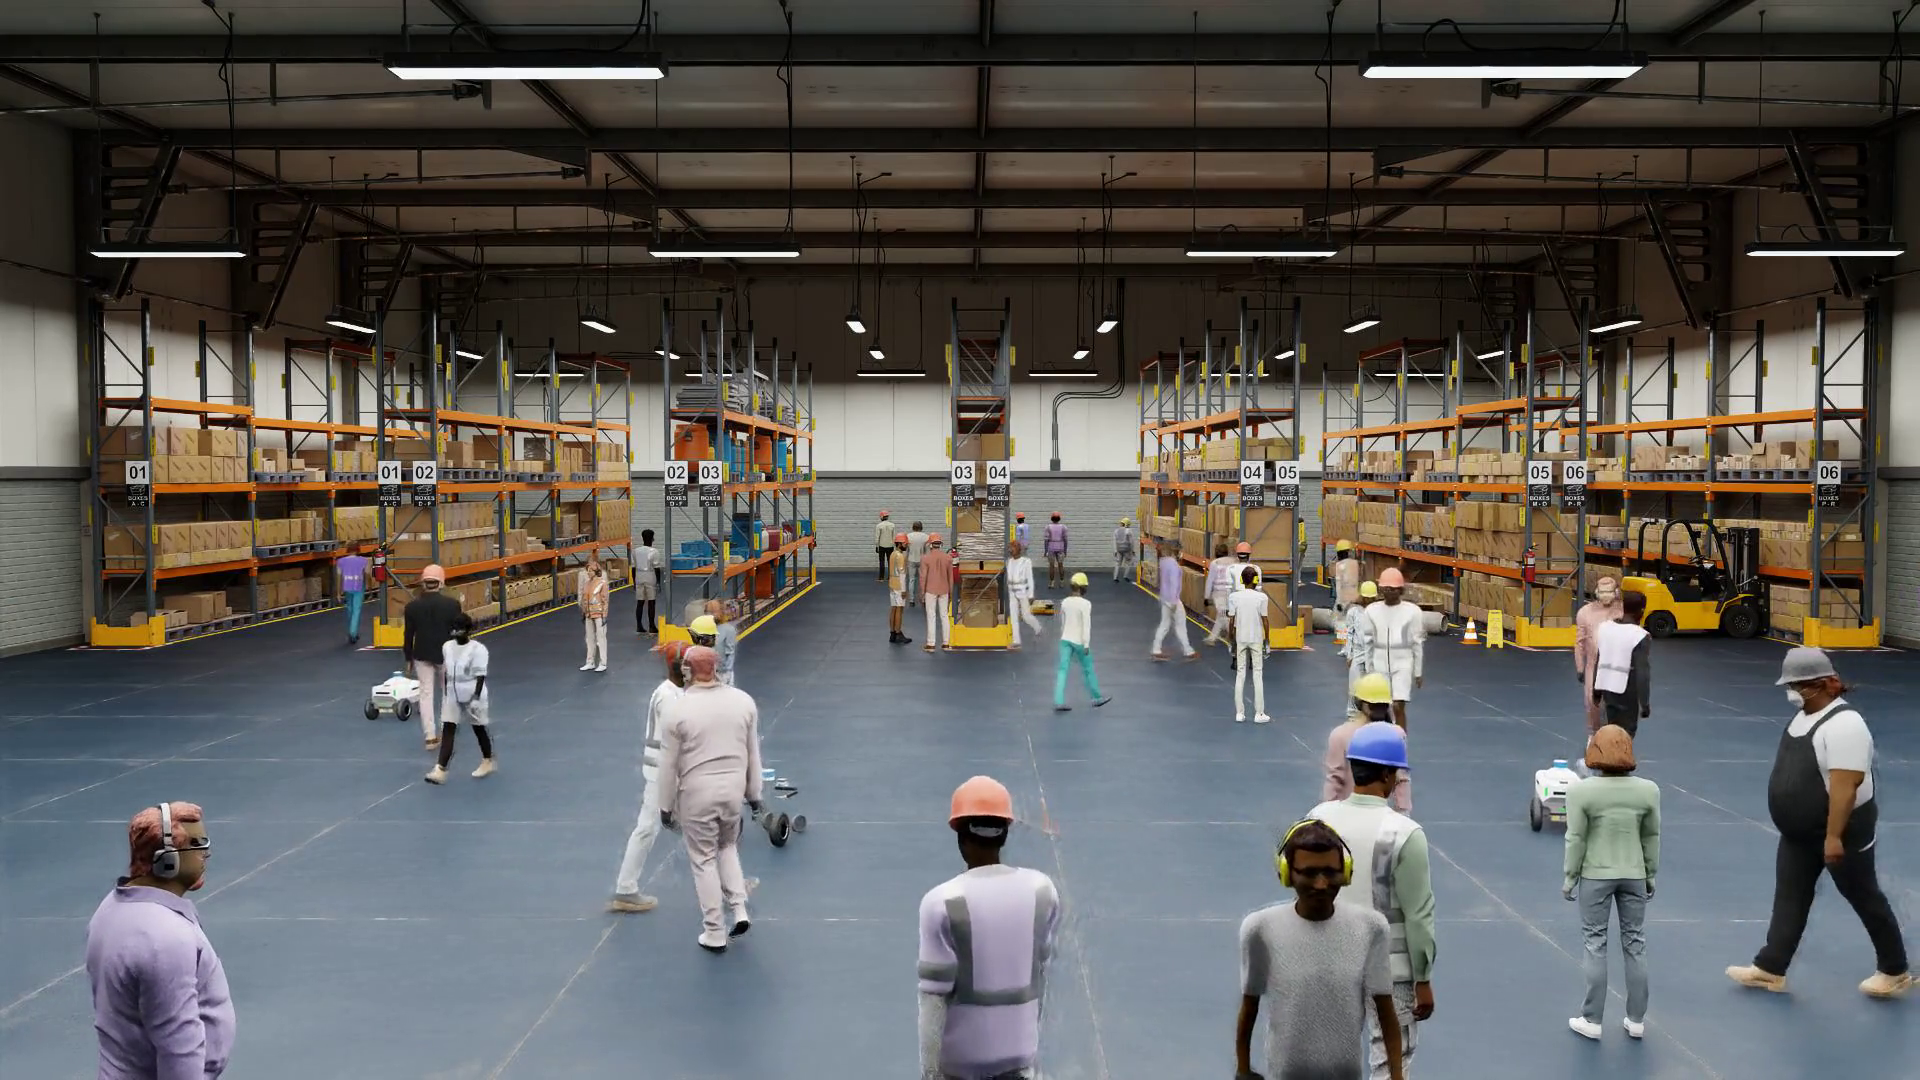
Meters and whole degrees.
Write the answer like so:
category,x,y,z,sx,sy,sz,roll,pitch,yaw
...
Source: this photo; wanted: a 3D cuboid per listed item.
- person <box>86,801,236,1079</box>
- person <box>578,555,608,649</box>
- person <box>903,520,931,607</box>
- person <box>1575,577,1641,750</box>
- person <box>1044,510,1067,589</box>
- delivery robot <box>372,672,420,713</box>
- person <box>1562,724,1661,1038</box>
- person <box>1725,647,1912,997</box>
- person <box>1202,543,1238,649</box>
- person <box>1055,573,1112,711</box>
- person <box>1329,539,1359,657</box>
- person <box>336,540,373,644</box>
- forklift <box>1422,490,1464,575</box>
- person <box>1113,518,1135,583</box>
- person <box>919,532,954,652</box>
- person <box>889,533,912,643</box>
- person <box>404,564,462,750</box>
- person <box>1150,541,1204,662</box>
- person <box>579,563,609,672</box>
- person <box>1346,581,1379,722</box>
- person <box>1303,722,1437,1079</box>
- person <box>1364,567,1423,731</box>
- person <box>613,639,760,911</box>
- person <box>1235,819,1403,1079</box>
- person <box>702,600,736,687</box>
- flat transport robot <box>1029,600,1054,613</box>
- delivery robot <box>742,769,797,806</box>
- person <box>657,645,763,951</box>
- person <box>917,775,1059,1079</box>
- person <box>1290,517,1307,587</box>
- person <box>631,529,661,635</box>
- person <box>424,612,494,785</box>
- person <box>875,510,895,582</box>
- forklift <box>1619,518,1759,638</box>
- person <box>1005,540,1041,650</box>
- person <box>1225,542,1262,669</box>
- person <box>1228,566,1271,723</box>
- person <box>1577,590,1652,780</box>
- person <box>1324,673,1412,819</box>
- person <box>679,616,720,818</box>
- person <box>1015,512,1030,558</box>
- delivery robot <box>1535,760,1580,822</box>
category,x,y,z,sx,sy,sz,roll,pitch,yaw
person,-2.518,1.784,5.141,0.402,1.906,0.652,-2,3,-42
person,-6.265,1.050,27.579,0.512,1.589,0.841,0,2,-11
person,-0.958,0.530,36.337,0.633,1.936,0.355,0,2,7
person,6.765,1.330,16.854,0.645,1.892,0.424,1,2,20
person,2.498,0.245,42.212,0.614,2.038,0.396,0,2,-9
delivery robot,-6.841,1.848,19.655,0.477,0.478,0.707,0,2,11
person,3.418,1.786,8.484,0.500,1.632,0.280,0,2,-1
person,4.943,1.578,9.181,0.996,2.000,0.702,0,2,0
person,4.474,0.954,27.525,0.639,1.797,0.993,-2,3,-35
person,1.510,1.271,20.252,0.892,1.714,0.549,-2,3,-41
person,6.254,0.946,26.250,0.592,1.912,0.409,-2,3,-38
person,-10.719,0.906,28.524,0.571,1.808,0.927,0,2,-2
forklift,13.926,-0.371,47.846,1.873,2.768,1.129,0,2,0
person,4.494,0.291,44.067,0.597,1.792,0.632,-2,3,-43
person,-0.405,0.869,27.076,0.617,1.993,0.396,-1,3,-25
person,-1.061,0.843,28.489,0.376,1.934,0.546,-1,2,-21
person,-5.702,1.253,17.568,0.646,1.975,0.672,0,2,-8
person,3.401,0.979,25.571,0.846,1.905,0.651,0,2,-10
person,-5.484,1.156,24.262,0.513,1.639,0.313,2,3,35
person,4.674,1.337,18.529,0.485,1.736,0.308,0,2,4
person,1.669,1.711,6.554,0.395,1.941,0.601,-2,3,-39
person,4.424,1.281,16.431,0.615,2.029,0.601,1,3,32
person,-1.891,1.590,10.937,0.987,1.825,0.572,0,2,0
person,1.187,1.821,5.276,0.521,1.819,0.955,0,2,-4
person,-2.654,1.448,17.440,0.515,1.587,0.843,1,2,23
flat transport robot,1.676,1.428,34.916,0.652,0.197,1.431,0,2,1
delivery robot,-1.560,1.980,13.111,0.335,0.223,0.698,1,2,18
person,-1.569,1.599,10.053,0.657,1.883,0.440,-2,3,-35
person,0.130,1.786,5.578,0.550,1.885,0.833,-1,2,-23
person,8.981,0.321,42.777,0.429,1.845,0.621,1,3,33
person,-5.787,0.773,29.848,0.612,1.963,0.363,1,2,24
person,-4.756,1.503,15.435,0.576,1.629,0.874,1,2,21
person,-2.093,0.164,44.958,0.615,1.987,0.407,-1,3,-33
forklift,13.417,0.684,29.791,2.313,2.155,1.214,0,2,0
person,1.076,0.920,27.491,0.604,1.863,0.741,2,3,43
person,4.318,0.997,24.607,0.551,1.933,0.372,0,2,9
person,3.463,1.243,19.318,0.521,1.865,0.328,1,3,25
person,6.024,1.406,14.803,0.551,1.889,0.637,-1,2,-20
person,2.487,1.676,9.822,0.533,1.748,0.368,-1,2,-20
person,-2.193,1.518,13.702,0.335,1.757,0.517,-2,3,-38
person,1.723,0.180,45.285,0.389,1.929,0.545,2,3,36
delivery robot,5.035,2.091,13.542,0.477,0.478,0.707,1,2,14
